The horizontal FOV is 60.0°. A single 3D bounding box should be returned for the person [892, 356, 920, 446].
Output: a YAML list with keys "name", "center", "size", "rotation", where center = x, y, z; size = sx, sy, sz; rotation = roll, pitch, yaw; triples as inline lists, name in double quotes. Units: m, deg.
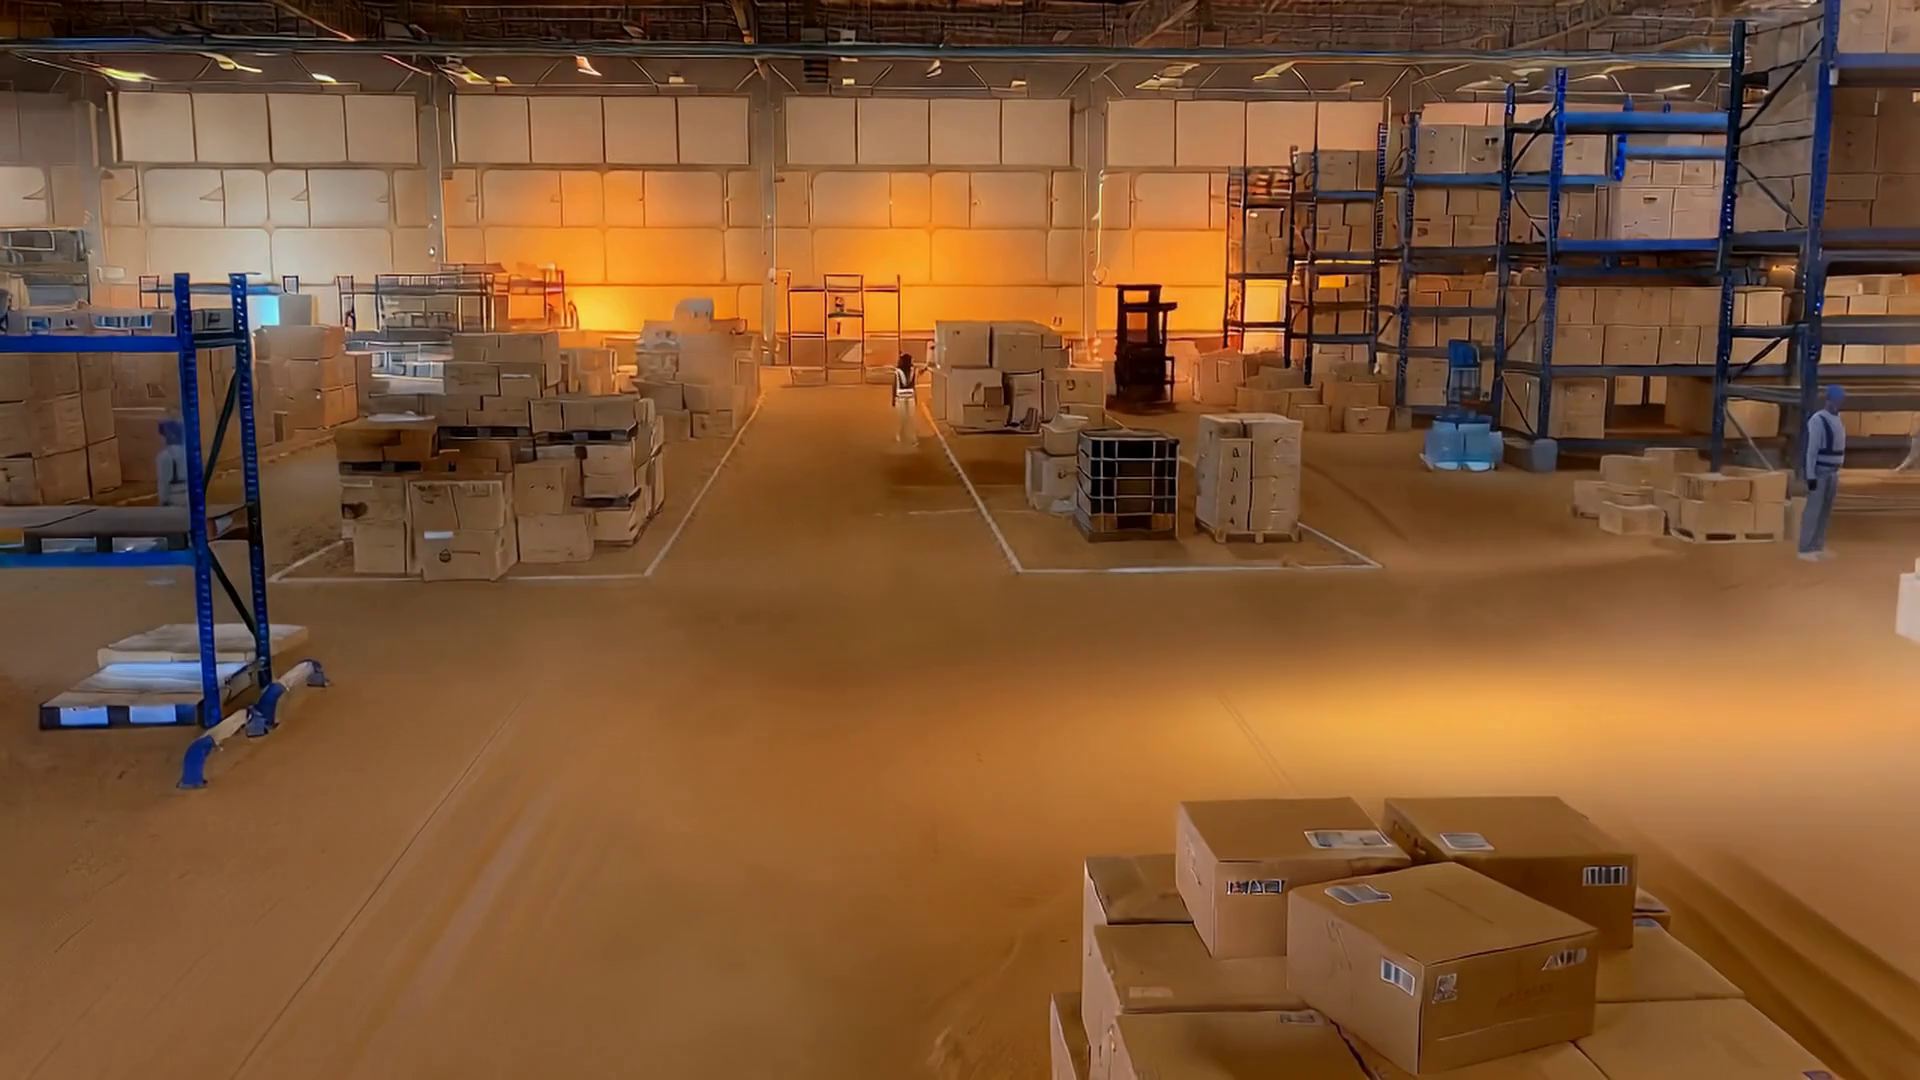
- name: "person"
  center: [-0.967, -2.471, 29.590]
  size: [0.517, 1.591, 0.874]
  rotation: [-3, 9, -17]

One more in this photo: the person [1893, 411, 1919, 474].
- name: "person"
  center: [12.795, -1.393, 22.131]
  size: [0.848, 1.822, 0.626]
  rotation: [0, 9, -1]

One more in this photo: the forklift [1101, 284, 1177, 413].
- name: "forklift"
  center: [3.913, -4.266, 36.820]
  size: [1.129, 2.768, 1.873]
  rotation: [-3, 9, -17]

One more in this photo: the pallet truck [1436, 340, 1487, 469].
- name: "pallet truck"
  center: [8.004, -2.170, 26.422]
  size: [0.823, 1.965, 1.885]
  rotation: [2, 9, 14]

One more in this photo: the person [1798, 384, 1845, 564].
- name: "person"
  center: [9.093, -0.692, 17.495]
  size: [0.584, 1.882, 0.337]
  rotation: [-6, 11, -34]

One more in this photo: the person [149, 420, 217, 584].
- name: "person"
  center: [-7.651, -0.358, 16.291]
  size: [0.519, 1.650, 0.520]
  rotation: [2, 9, 10]
